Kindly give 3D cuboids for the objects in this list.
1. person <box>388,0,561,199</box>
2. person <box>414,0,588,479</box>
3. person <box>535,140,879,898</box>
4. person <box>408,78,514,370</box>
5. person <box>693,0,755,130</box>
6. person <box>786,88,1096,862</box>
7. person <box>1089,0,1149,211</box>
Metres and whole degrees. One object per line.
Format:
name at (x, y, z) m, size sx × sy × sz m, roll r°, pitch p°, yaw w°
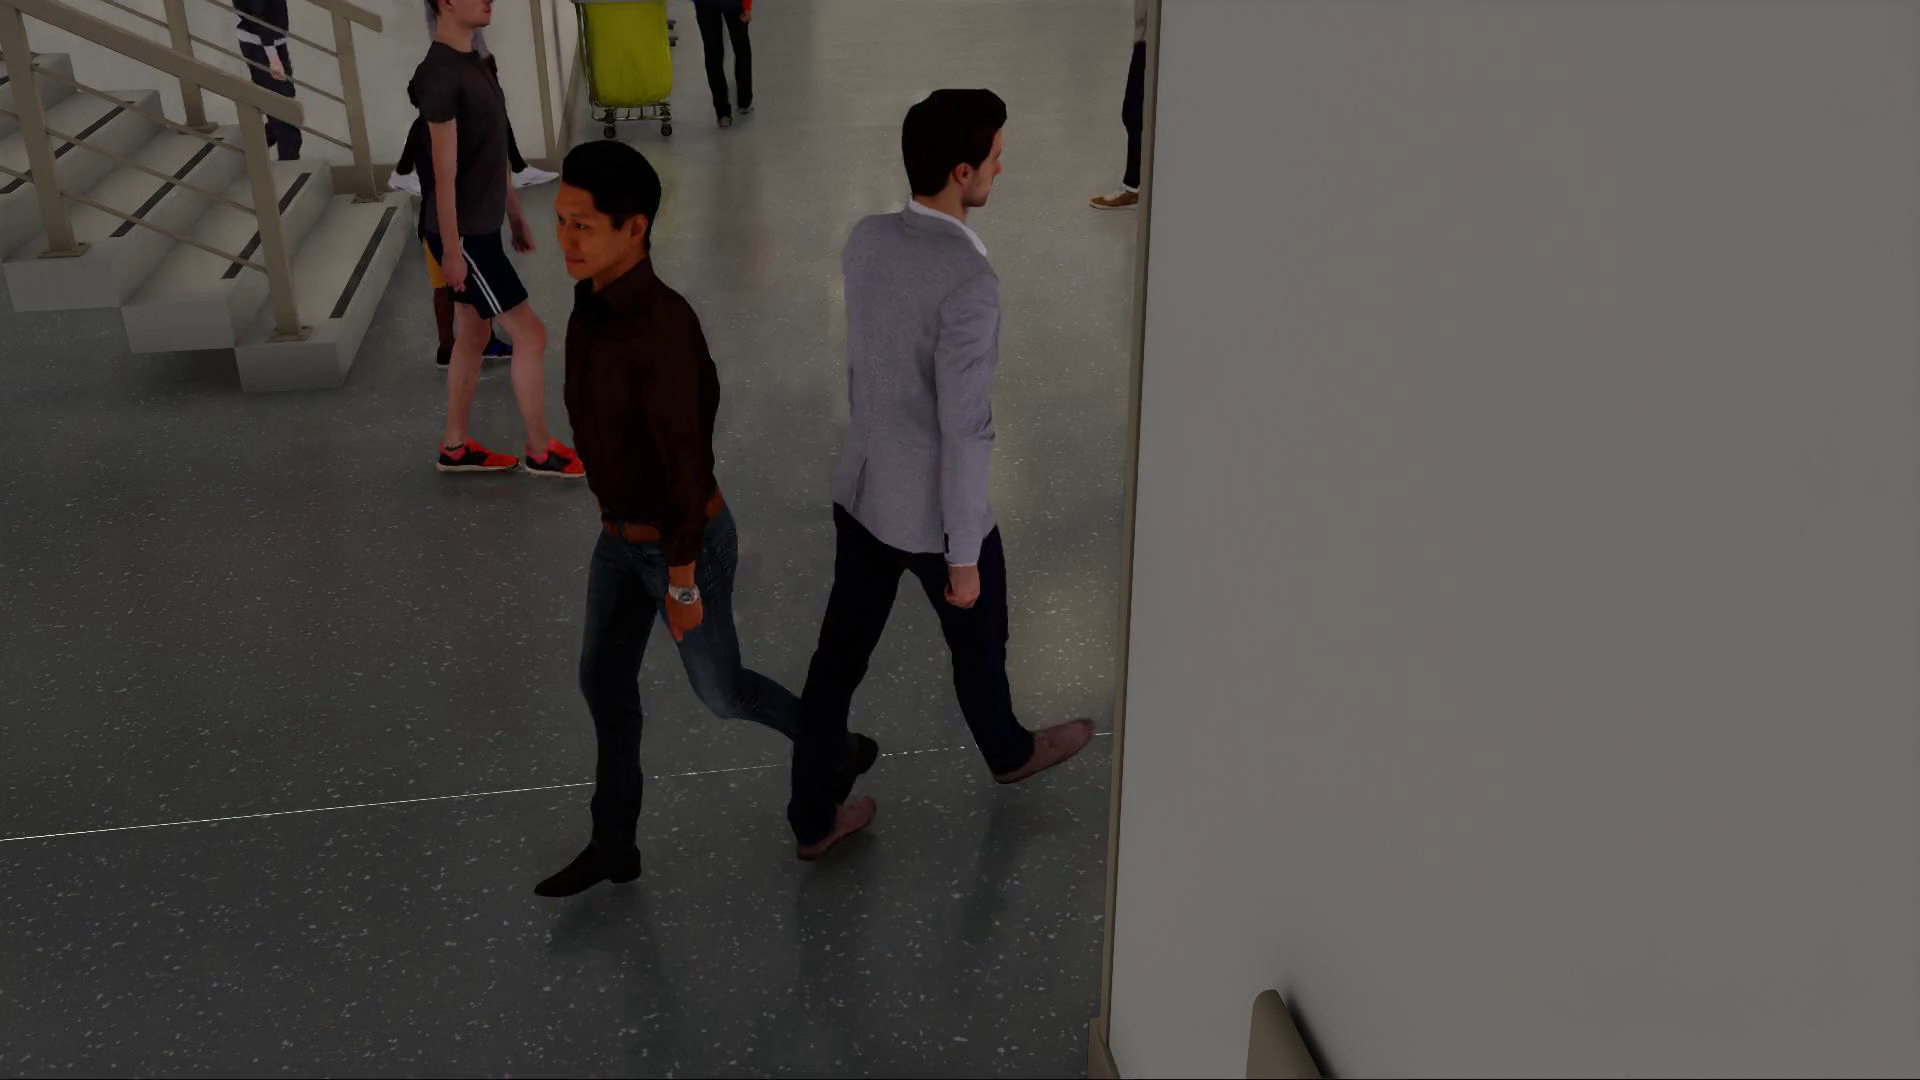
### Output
person at (-2.968, -2.775, 9.460) m, size 1.212 × 1.725 × 0.684 m, roll -6°, pitch 26°, yaw -13°
person at (-1.786, -1.066, 5.793) m, size 0.890 × 1.831 × 0.737 m, roll -2°, pitch 26°, yaw -3°
person at (-0.568, 0.000, 3.682) m, size 1.205 × 1.746 × 1.000 m, roll -18°, pitch 31°, yaw -32°
person at (-2.196, -1.322, 6.980) m, size 0.623 × 1.262 × 0.680 m, roll 19°, pitch 31°, yaw 34°
person at (-1.656, -3.692, 11.345) m, size 0.797 × 1.738 × 0.728 m, roll -2°, pitch 26°, yaw -5°
person at (-0.167, -0.048, 3.718) m, size 1.270 × 1.801 × 1.133 m, roll -21°, pitch 33°, yaw -37°
person at (1.181, -2.762, 9.264) m, size 1.129 × 1.872 × 0.762 m, roll -1°, pitch 26°, yaw -1°
